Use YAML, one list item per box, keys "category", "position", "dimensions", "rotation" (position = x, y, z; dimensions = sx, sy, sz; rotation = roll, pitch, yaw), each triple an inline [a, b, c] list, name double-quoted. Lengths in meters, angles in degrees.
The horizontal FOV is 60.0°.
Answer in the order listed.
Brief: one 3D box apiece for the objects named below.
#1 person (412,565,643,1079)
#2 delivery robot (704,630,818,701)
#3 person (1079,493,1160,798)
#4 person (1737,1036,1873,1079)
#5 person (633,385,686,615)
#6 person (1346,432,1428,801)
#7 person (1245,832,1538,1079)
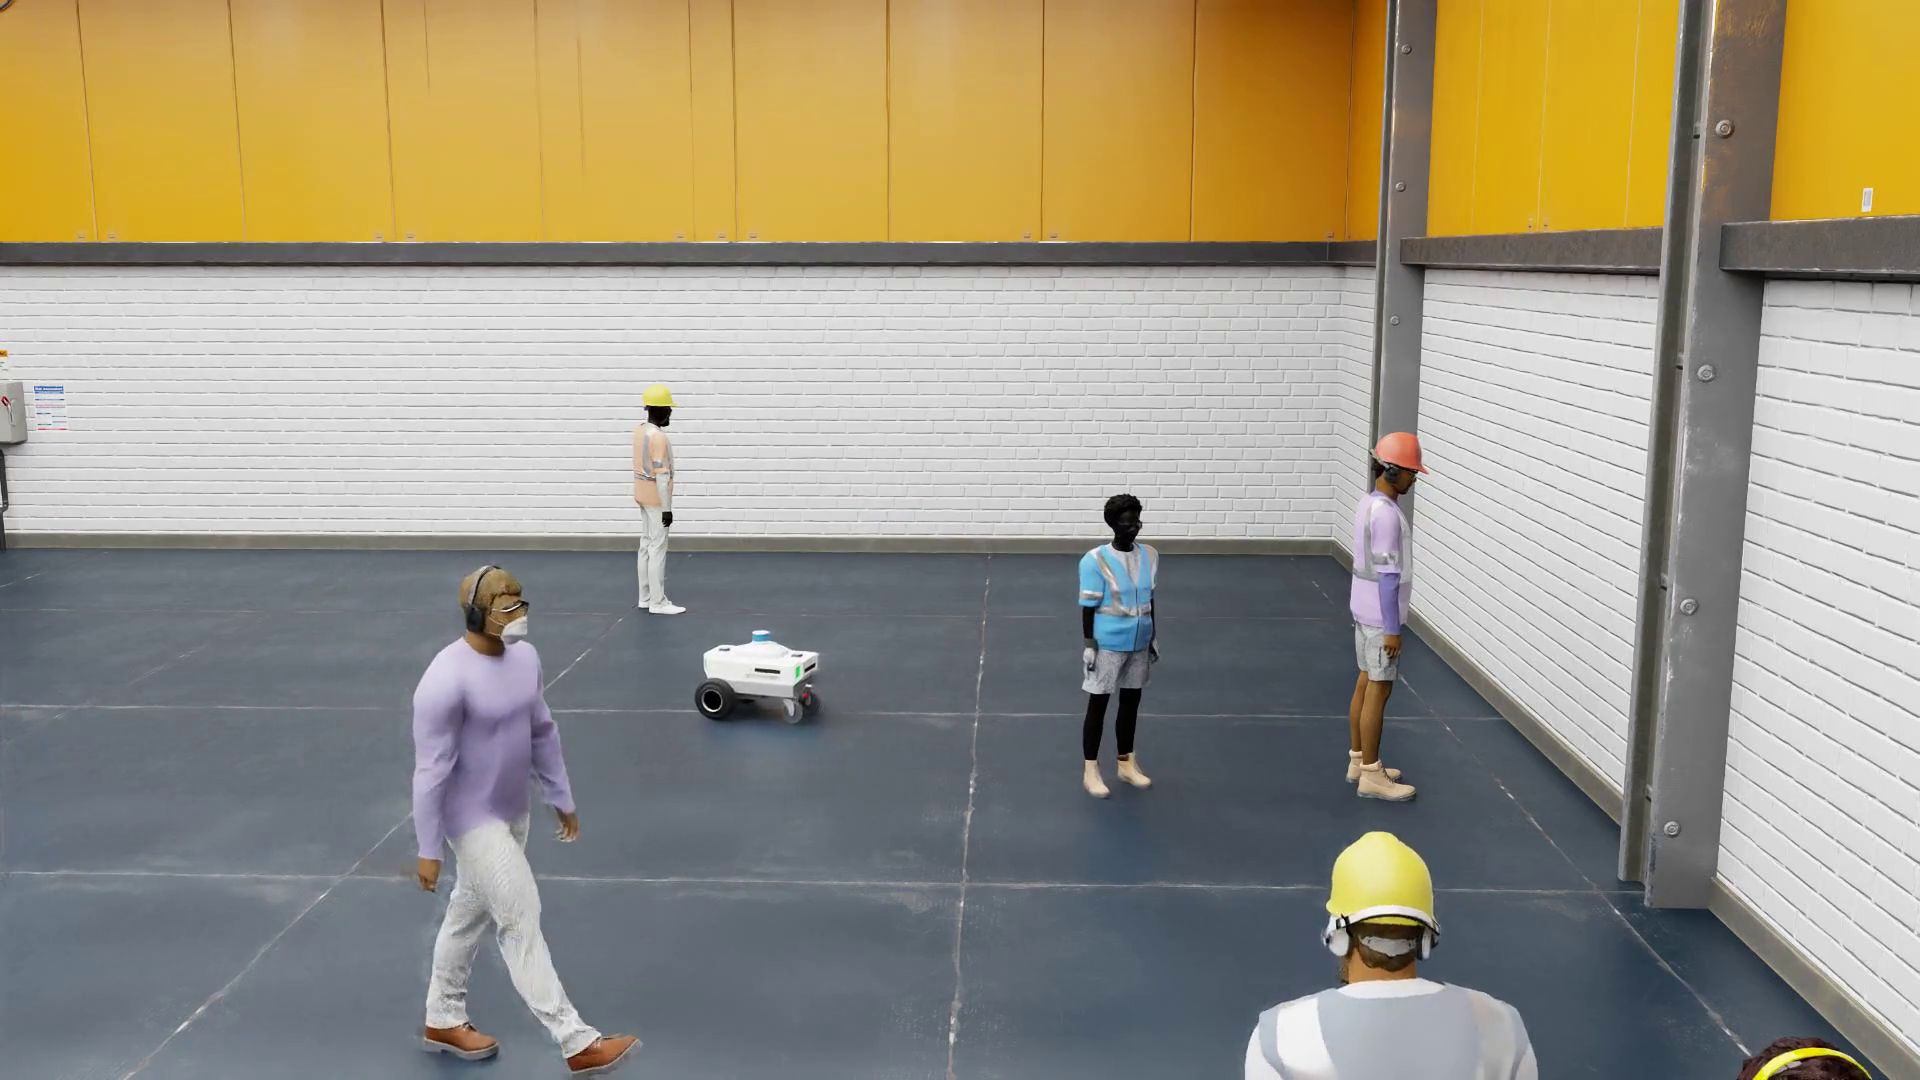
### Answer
- category: "person"
  position: [-1.599, 1.029, 6.044]
  dimensions: [0.989, 1.889, 0.660]
  rotation: [3, 10, 15]
- category: "delivery robot"
  position: [-1.294, 0.834, 10.829]
  dimensions: [0.707, 0.478, 0.477]
  rotation: [3, 10, 18]
- category: "person"
  position: [0.891, 0.578, 9.262]
  dimensions: [0.540, 1.695, 0.317]
  rotation: [-6, 11, -32]
- category: "person"
  position: [1.231, 1.639, 2.546]
  dimensions: [0.514, 1.871, 0.327]
  rotation: [-1, 10, -7]
- category: "person"
  position: [-2.534, -0.340, 13.961]
  dimensions: [0.380, 1.924, 0.593]
  rotation: [-5, 11, -28]
- category: "person"
  position: [2.365, 0.415, 9.232]
  dimensions: [0.385, 2.035, 0.605]
  rotation: [0, 10, 3]
- category: "person"
  position: [0.875, 1.507, 3.557]
  dimensions: [0.636, 1.792, 0.595]
  rotation: [-1, 10, -4]
